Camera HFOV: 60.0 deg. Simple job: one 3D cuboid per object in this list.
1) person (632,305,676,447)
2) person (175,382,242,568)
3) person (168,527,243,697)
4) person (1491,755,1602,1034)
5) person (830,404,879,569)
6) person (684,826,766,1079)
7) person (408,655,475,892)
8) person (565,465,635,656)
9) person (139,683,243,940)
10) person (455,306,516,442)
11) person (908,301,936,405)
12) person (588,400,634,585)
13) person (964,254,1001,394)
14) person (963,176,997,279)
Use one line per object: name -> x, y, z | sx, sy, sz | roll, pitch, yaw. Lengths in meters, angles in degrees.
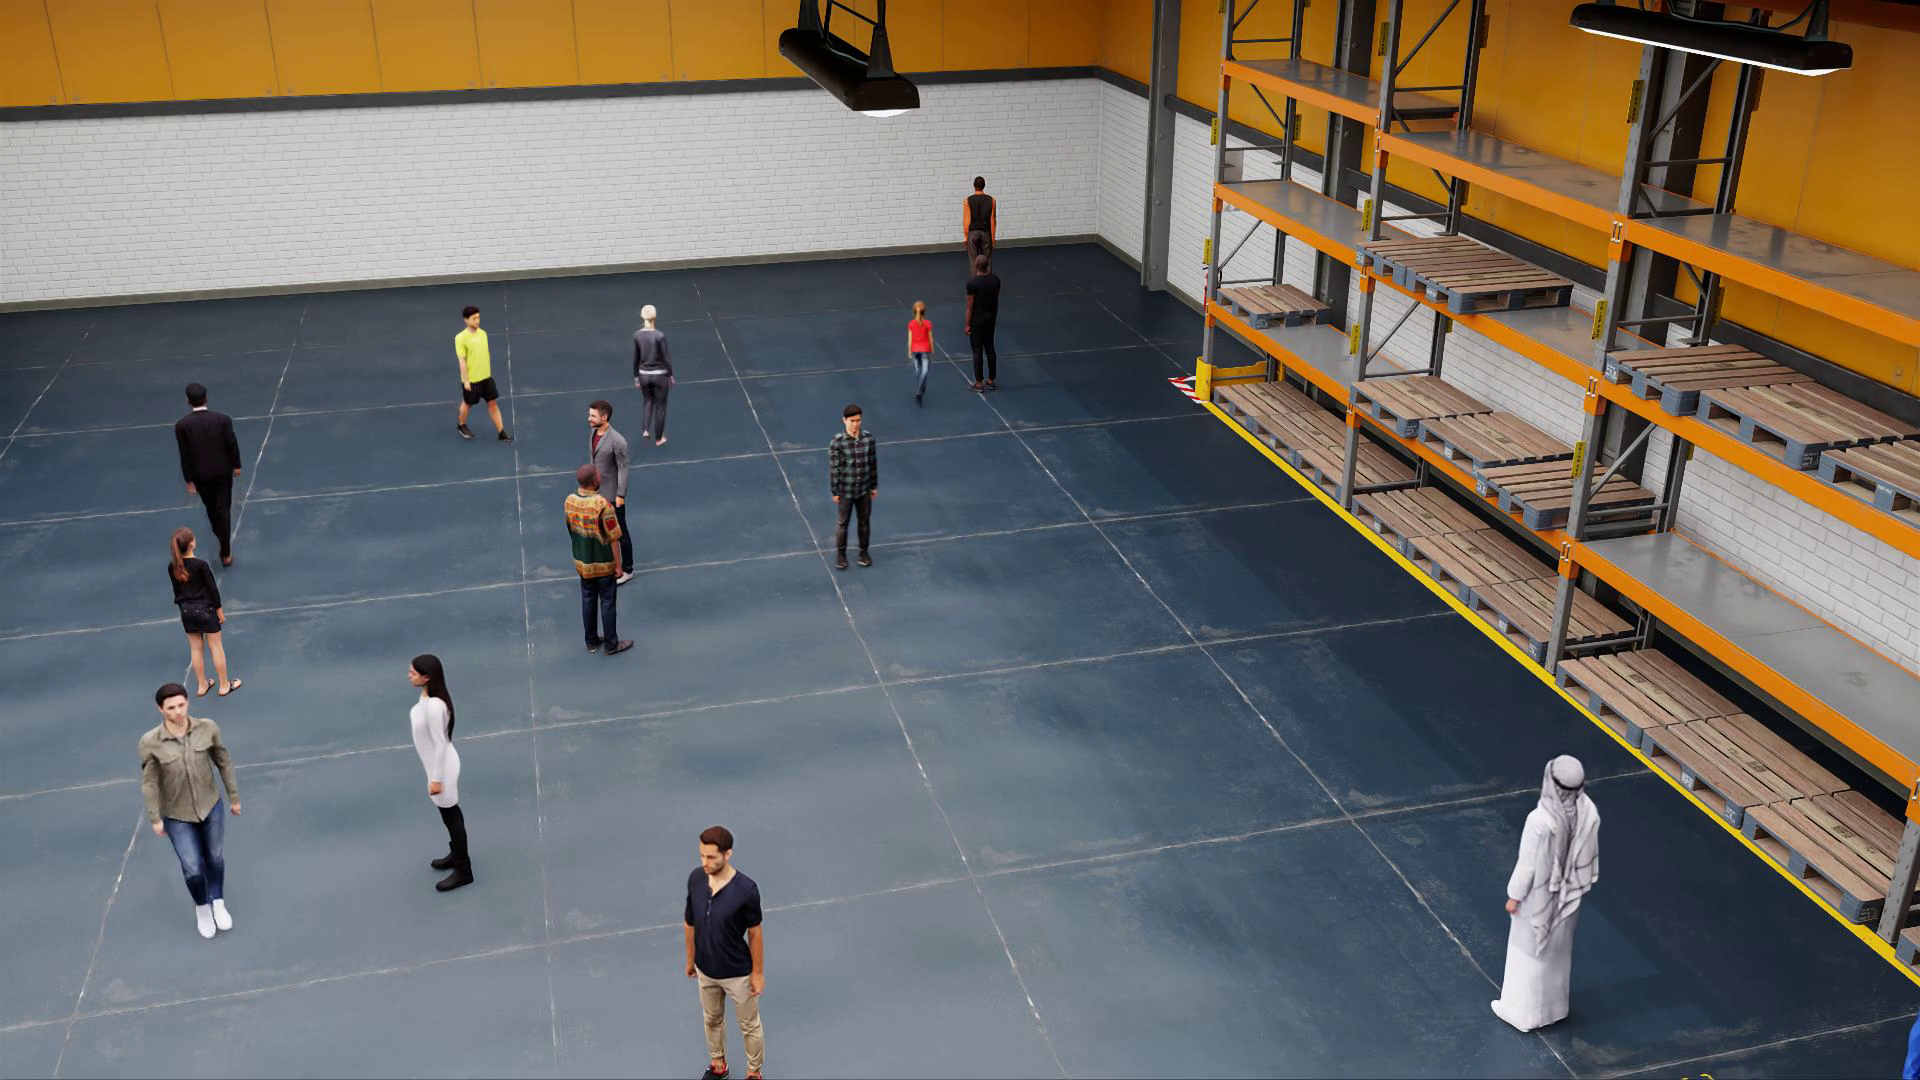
person -> -3.696, -1.944, 19.898 | 0.720, 1.715, 0.743 | 6, 24, 14
person -> -7.516, -0.620, 16.737 | 0.806, 1.822, 1.232 | -9, 25, -20
person -> -6.529, 0.606, 14.263 | 0.599, 1.556, 0.632 | 1, 24, 2
person -> 3.621, 2.171, 10.222 | 0.692, 1.926, 0.627 | -7, 25, -16
person -> -1.070, -0.555, 16.670 | 0.681, 1.709, 0.550 | -9, 25, -20
person -> -1.355, 2.459, 9.649 | 0.722, 1.858, 0.732 | 8, 25, 18
person -> -3.630, 1.605, 11.665 | 0.677, 1.808, 0.476 | -8, 25, -17
person -> -3.272, 0.173, 14.940 | 0.825, 1.808, 0.872 | 11, 26, 23
person -> -5.200, 1.771, 11.220 | 0.821, 1.859, 0.804 | -19, 30, -36
person -> -5.901, -1.986, 20.058 | 1.195, 1.665, 1.080 | 16, 28, 32
person -> -0.512, -2.423, 21.517 | 0.746, 1.296, 0.914 | 7, 24, 15
person -> -3.465, -0.492, 16.378 | 0.742, 1.874, 0.843 | 19, 30, 37
person -> 0.291, -2.852, 21.847 | 0.730, 1.818, 0.667 | -15, 28, -31
person -> 0.307, -4.735, 26.045 | 0.709, 1.907, 0.632 | -3, 24, -7
